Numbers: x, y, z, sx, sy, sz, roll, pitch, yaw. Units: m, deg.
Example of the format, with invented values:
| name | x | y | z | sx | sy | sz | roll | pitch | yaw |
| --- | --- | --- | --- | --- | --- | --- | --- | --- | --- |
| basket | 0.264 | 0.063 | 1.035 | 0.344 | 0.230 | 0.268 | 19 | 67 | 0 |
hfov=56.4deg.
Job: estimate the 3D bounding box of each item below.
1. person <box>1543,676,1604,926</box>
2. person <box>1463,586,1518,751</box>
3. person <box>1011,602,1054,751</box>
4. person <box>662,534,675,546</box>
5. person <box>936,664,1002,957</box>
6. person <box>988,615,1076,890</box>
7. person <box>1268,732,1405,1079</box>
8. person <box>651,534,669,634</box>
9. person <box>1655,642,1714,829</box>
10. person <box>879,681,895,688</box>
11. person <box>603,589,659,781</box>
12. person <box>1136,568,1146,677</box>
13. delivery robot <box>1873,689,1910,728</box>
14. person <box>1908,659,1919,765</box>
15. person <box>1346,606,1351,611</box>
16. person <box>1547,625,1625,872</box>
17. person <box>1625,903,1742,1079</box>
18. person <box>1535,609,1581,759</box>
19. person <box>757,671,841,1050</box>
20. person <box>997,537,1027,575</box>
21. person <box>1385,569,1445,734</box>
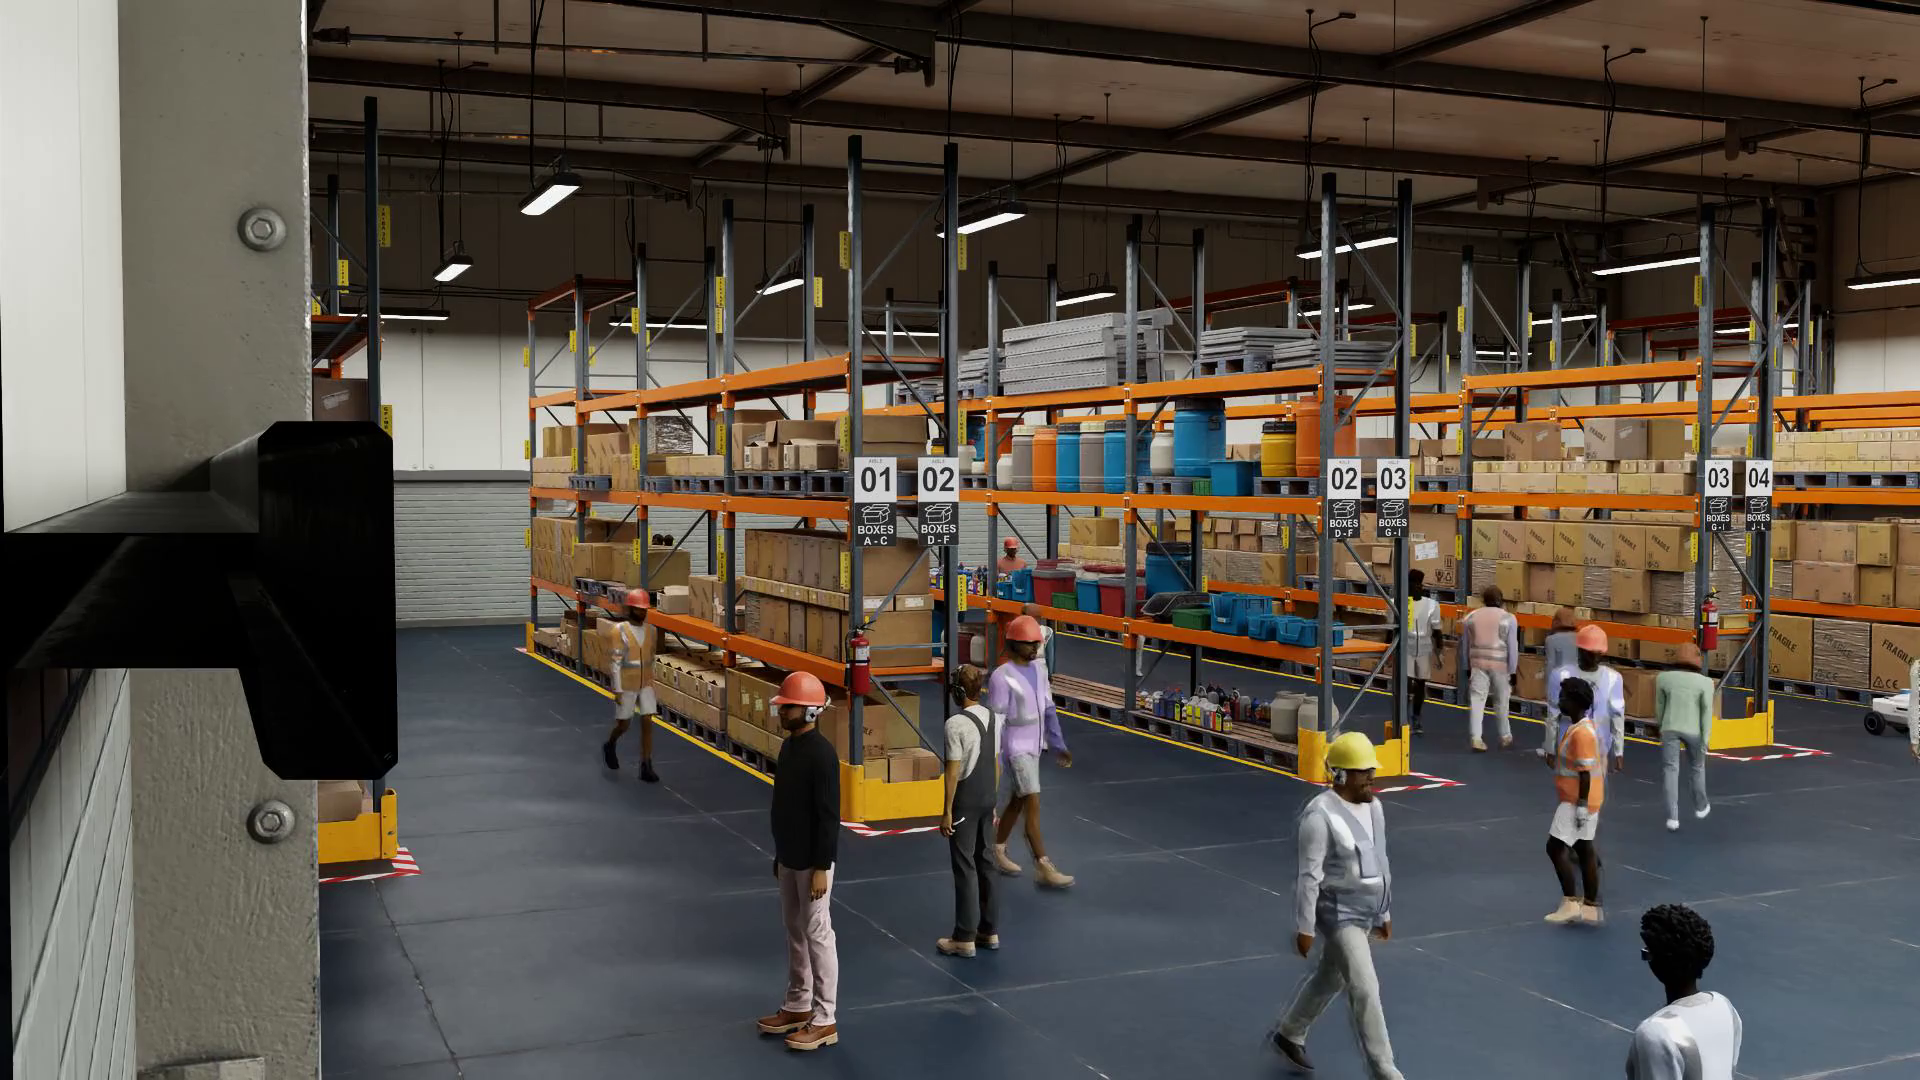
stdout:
| name | x | y | z | sx | sy | sz | roll | pitch | yaw |
| --- | --- | --- | --- | --- | --- | --- | --- | --- | --- |
| person | 4.091 | 1.762 | 12.083 | 0.496 | 1.680 | 0.552 | 1 | 2 | 18 |
| person | 5.864 | 1.414 | 19.808 | 0.648 | 1.797 | 0.941 | 1 | 3 | 33 |
| person | 0.788 | 1.501 | 19.593 | 0.522 | 1.637 | 0.305 | -1 | 2 | -21 |
| person | -5.608 | 0.817 | 34.442 | 0.531 | 1.870 | 0.316 | -1 | 3 | -29 |
| person | 0.071 | 1.713 | 11.484 | 0.331 | 1.841 | 0.505 | 2 | 3 | 38 |
| person | 0.507 | 1.560 | 13.443 | 0.909 | 2.004 | 0.615 | 2 | 3 | 35 |
| person | 1.905 | 1.835 | 8.916 | 0.943 | 1.791 | 0.602 | 2 | 3 | 42 |
| person | -5.542 | 0.846 | 33.060 | 0.591 | 1.919 | 0.392 | 2 | 3 | 43 |
| person | 6.298 | 1.681 | 15.563 | 0.508 | 1.584 | 0.866 | 1 | 3 | 34 |
| person | -0.936 | 1.283 | 21.683 | 0.627 | 1.910 | 1.032 | 0 | 2 | -11 |
| person | -3.298 | 1.431 | 17.947 | 0.546 | 1.915 | 0.773 | -2 | 3 | -37 |
| person | 2.657 | 1.237 | 26.685 | 0.526 | 1.623 | 0.541 | -1 | 2 | -15 |
| delivery robot | 10.934 | 1.965 | 20.722 | 0.477 | 0.478 | 0.707 | -1 | 2 | -19 |
| person | 7.860 | 1.574 | 14.185 | 0.631 | 1.920 | 0.765 | 0 | 2 | 11 |
| person | 6.512 | 0.953 | 31.154 | 0.593 | 1.839 | 0.954 | -1 | 3 | -33 |
| person | 4.838 | 1.602 | 13.733 | 0.543 | 1.885 | 0.968 | 0 | 2 | 0 |
| person | 2.292 | 2.002 | 5.681 | 0.536 | 1.699 | 0.322 | -2 | 3 | -43 |
| person | 6.407 | 1.544 | 19.044 | 0.527 | 1.598 | 0.675 | 0 | 2 | -11 |
| person | -0.851 | 1.703 | 9.671 | 0.375 | 1.997 | 0.612 | -1 | 3 | -31 |
| person | 0.837 | 0.943 | 29.540 | 0.622 | 1.992 | 0.394 | -1 | 2 | -23 |
| person | 5.298 | 1.302 | 20.816 | 0.637 | 1.935 | 0.716 | 0 | 2 | 1 |
